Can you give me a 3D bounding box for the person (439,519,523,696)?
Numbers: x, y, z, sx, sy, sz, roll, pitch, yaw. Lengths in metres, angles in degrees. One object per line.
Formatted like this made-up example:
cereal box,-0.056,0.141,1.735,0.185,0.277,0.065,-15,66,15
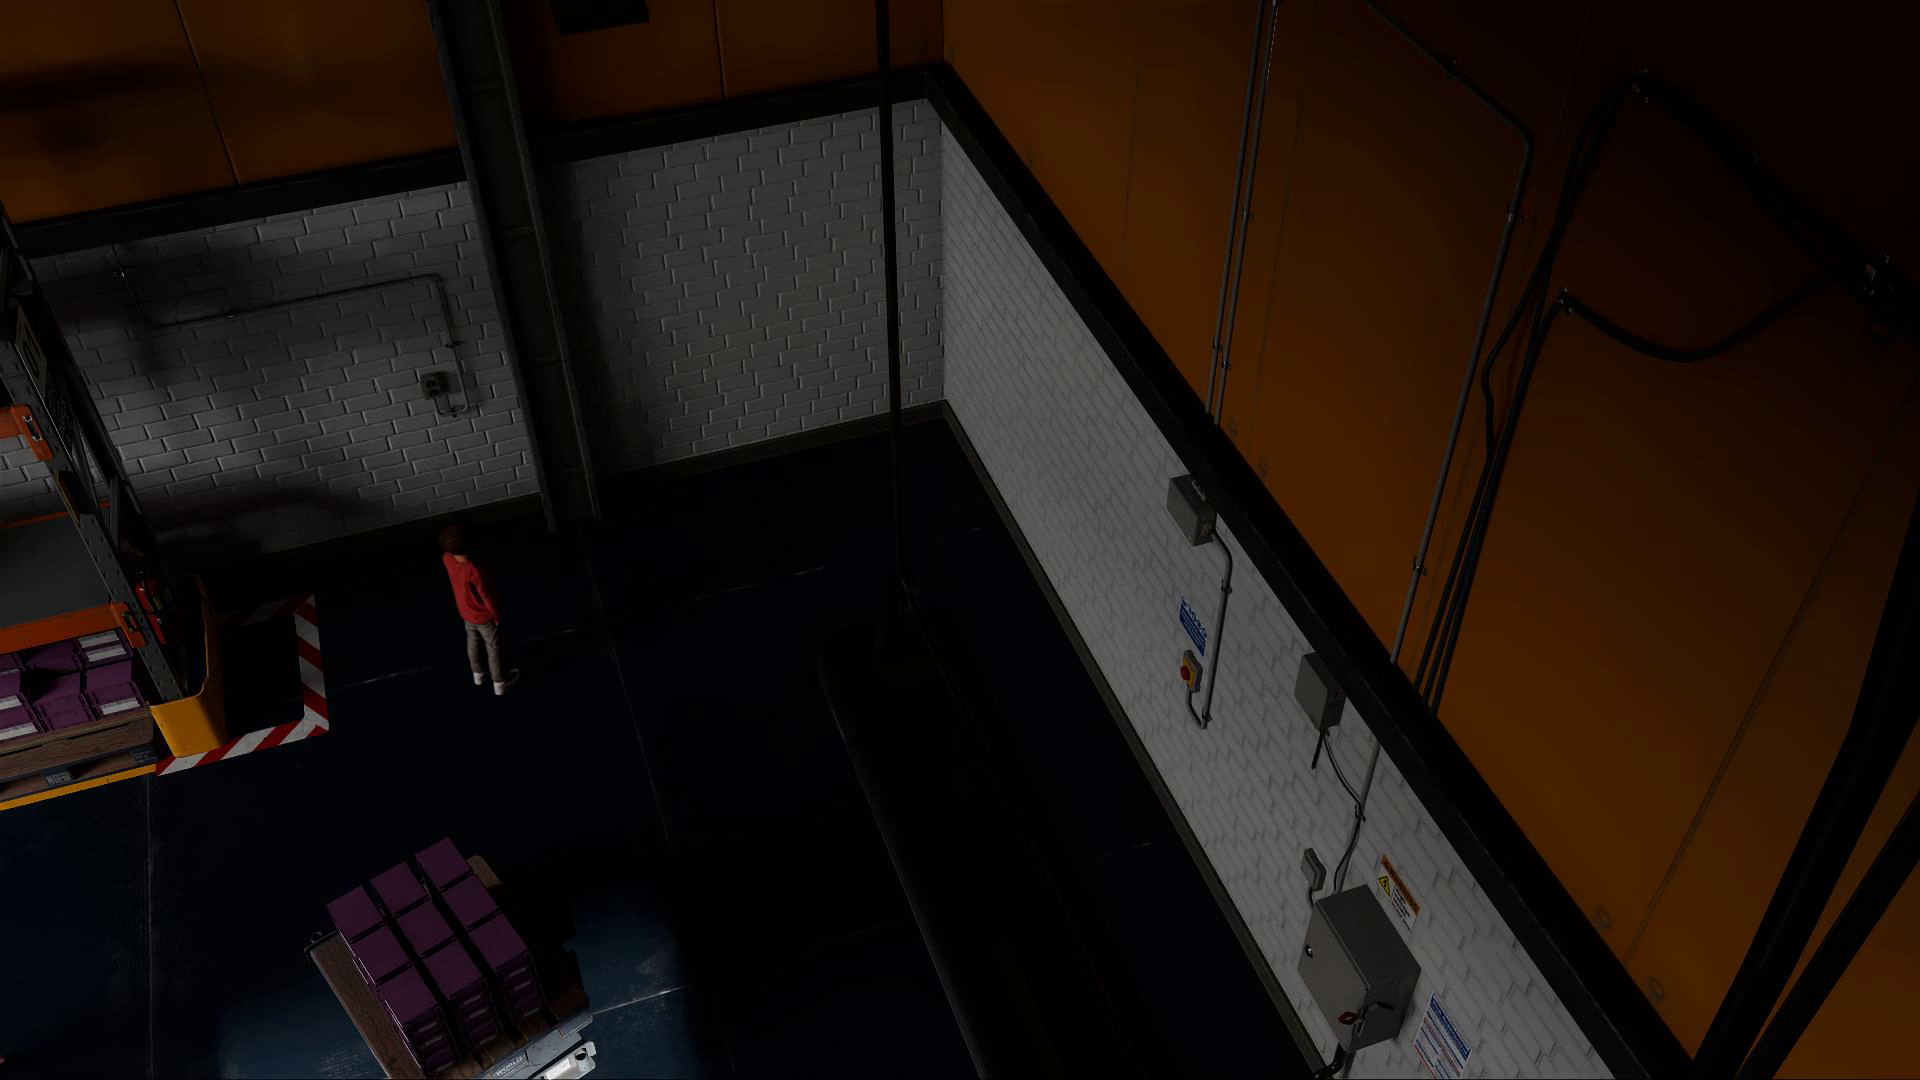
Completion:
person,-3.102,0.437,10.661,0.581,1.417,0.613,27,50,25
